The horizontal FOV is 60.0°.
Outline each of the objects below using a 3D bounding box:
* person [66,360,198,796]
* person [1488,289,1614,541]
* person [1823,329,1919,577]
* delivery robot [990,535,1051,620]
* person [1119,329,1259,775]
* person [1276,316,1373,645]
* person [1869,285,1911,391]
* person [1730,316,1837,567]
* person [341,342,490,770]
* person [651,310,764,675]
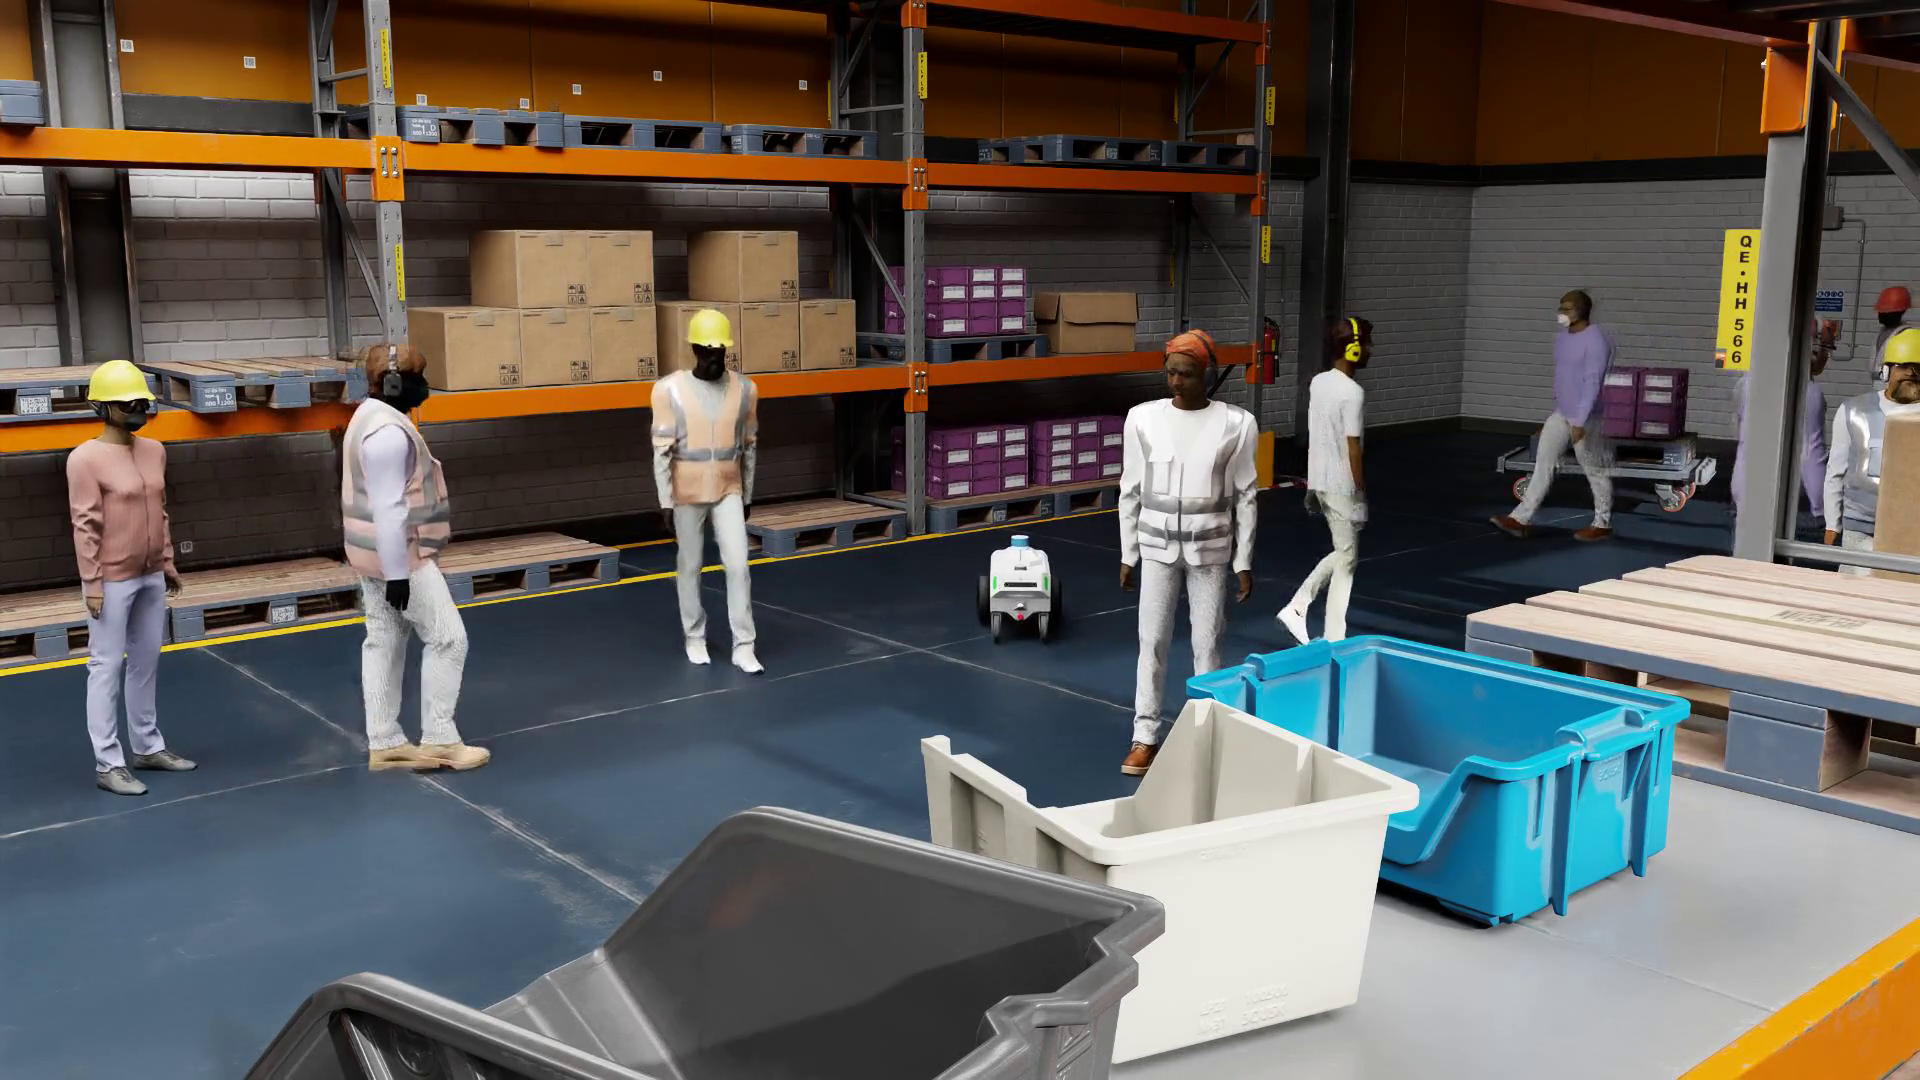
[{"bbox_3d":[-3.404,0.146,6.842,0.330,1.769,0.526,2,10,13],"label":"person"},{"bbox_3d":[4.498,-0.906,12.382,1.001,1.885,0.658,-2,10,-12],"label":"person"},{"bbox_3d":[4.446,-0.086,7.944,0.590,1.837,0.403,4,11,21],"label":"person"},{"bbox_3d":[0.344,0.217,9.576,0.477,0.478,0.707,0,10,1],"label":"delivery robot"},{"bbox_3d":[0.943,0.068,6.946,0.575,1.886,0.362,3,11,17],"label":"person"},{"bbox_3d":[2.012,-0.265,8.904,0.446,1.852,0.545,-2,10,-13],"label":"person"},{"bbox_3d":[7.613,-1.141,13.690,0.704,1.891,0.578,0,10,0],"label":"person"},{"bbox_3d":[4.321,-0.220,8.646,0.783,1.869,0.677,1,10,8],"label":"person"},{"bbox_3d":[-2.263,0.080,7.034,0.634,1.825,0.654,-5,11,-25],"label":"person"},{"bbox_3d":[-1.291,-0.234,8.623,0.594,1.892,0.844,-4,11,-21],"label":"person"}]
